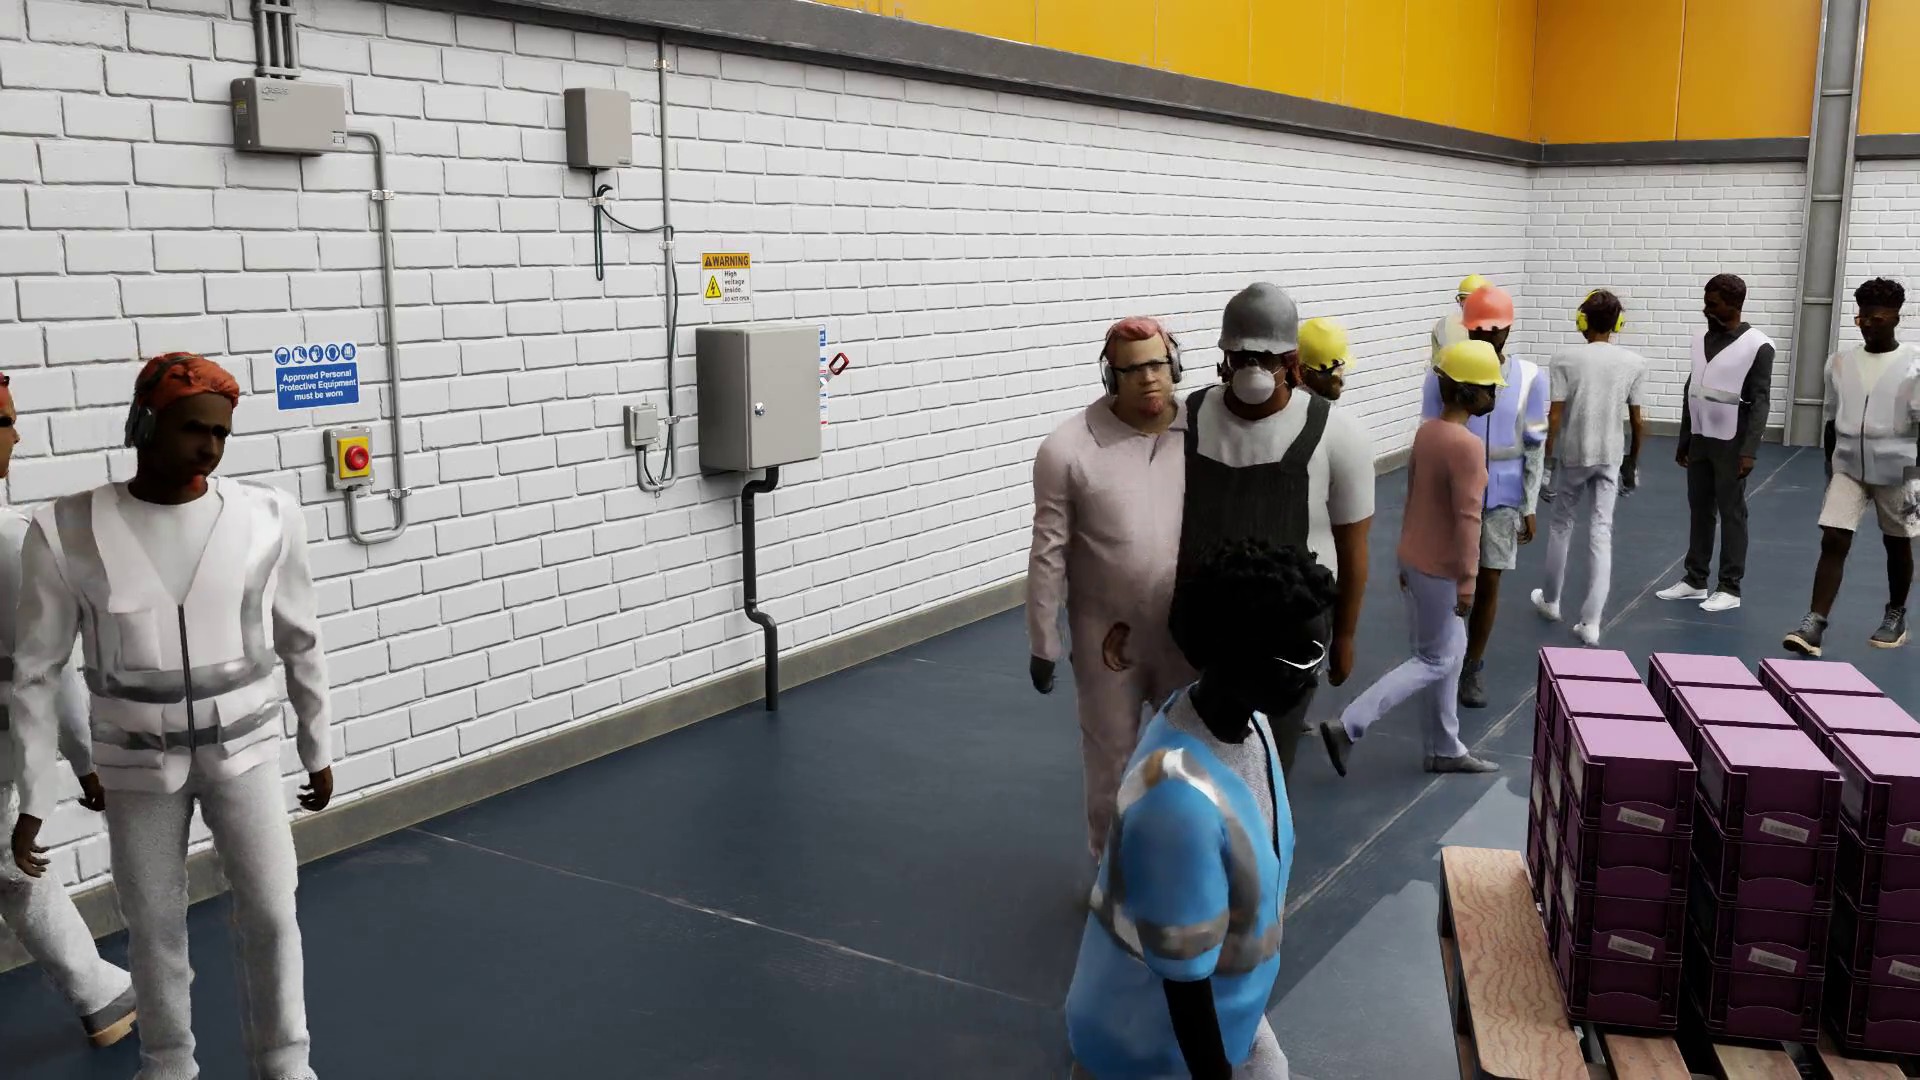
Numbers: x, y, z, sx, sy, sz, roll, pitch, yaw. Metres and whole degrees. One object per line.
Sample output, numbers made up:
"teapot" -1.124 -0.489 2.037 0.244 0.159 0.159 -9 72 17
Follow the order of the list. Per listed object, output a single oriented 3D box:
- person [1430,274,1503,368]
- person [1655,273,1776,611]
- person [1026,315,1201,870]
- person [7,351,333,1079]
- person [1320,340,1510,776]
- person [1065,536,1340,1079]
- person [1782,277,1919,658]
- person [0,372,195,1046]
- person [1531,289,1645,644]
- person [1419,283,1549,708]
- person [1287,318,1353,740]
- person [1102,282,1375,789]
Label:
"person" 3.993 -1.160 13.071 0.588 1.834 0.403 8 13 37
"person" 4.351 -0.557 9.509 0.390 1.914 0.587 -3 11 -18
"person" 0.530 0.262 5.054 0.695 1.886 0.487 -3 11 -14
"person" -1.777 0.508 3.773 0.657 1.862 0.444 -6 12 -28
"person" 1.766 0.098 6.386 0.703 1.736 0.536 -1 10 -3
"person" 0.421 0.802 2.662 0.673 1.659 0.544 5 11 24
"person" 4.592 -0.353 8.377 0.999 1.913 0.626 -8 13 -38
"person" -2.327 0.489 3.946 0.599 1.825 1.003 6 12 30
"person" 3.349 -0.413 8.933 0.564 1.824 0.902 1 10 7
"person" 2.340 -0.191 7.489 0.545 1.915 0.485 2 10 9
"person" 1.494 -0.065 7.170 0.407 1.787 0.739 3 11 16
"person" 0.817 0.205 4.933 0.699 2.000 1.061 5 12 28
